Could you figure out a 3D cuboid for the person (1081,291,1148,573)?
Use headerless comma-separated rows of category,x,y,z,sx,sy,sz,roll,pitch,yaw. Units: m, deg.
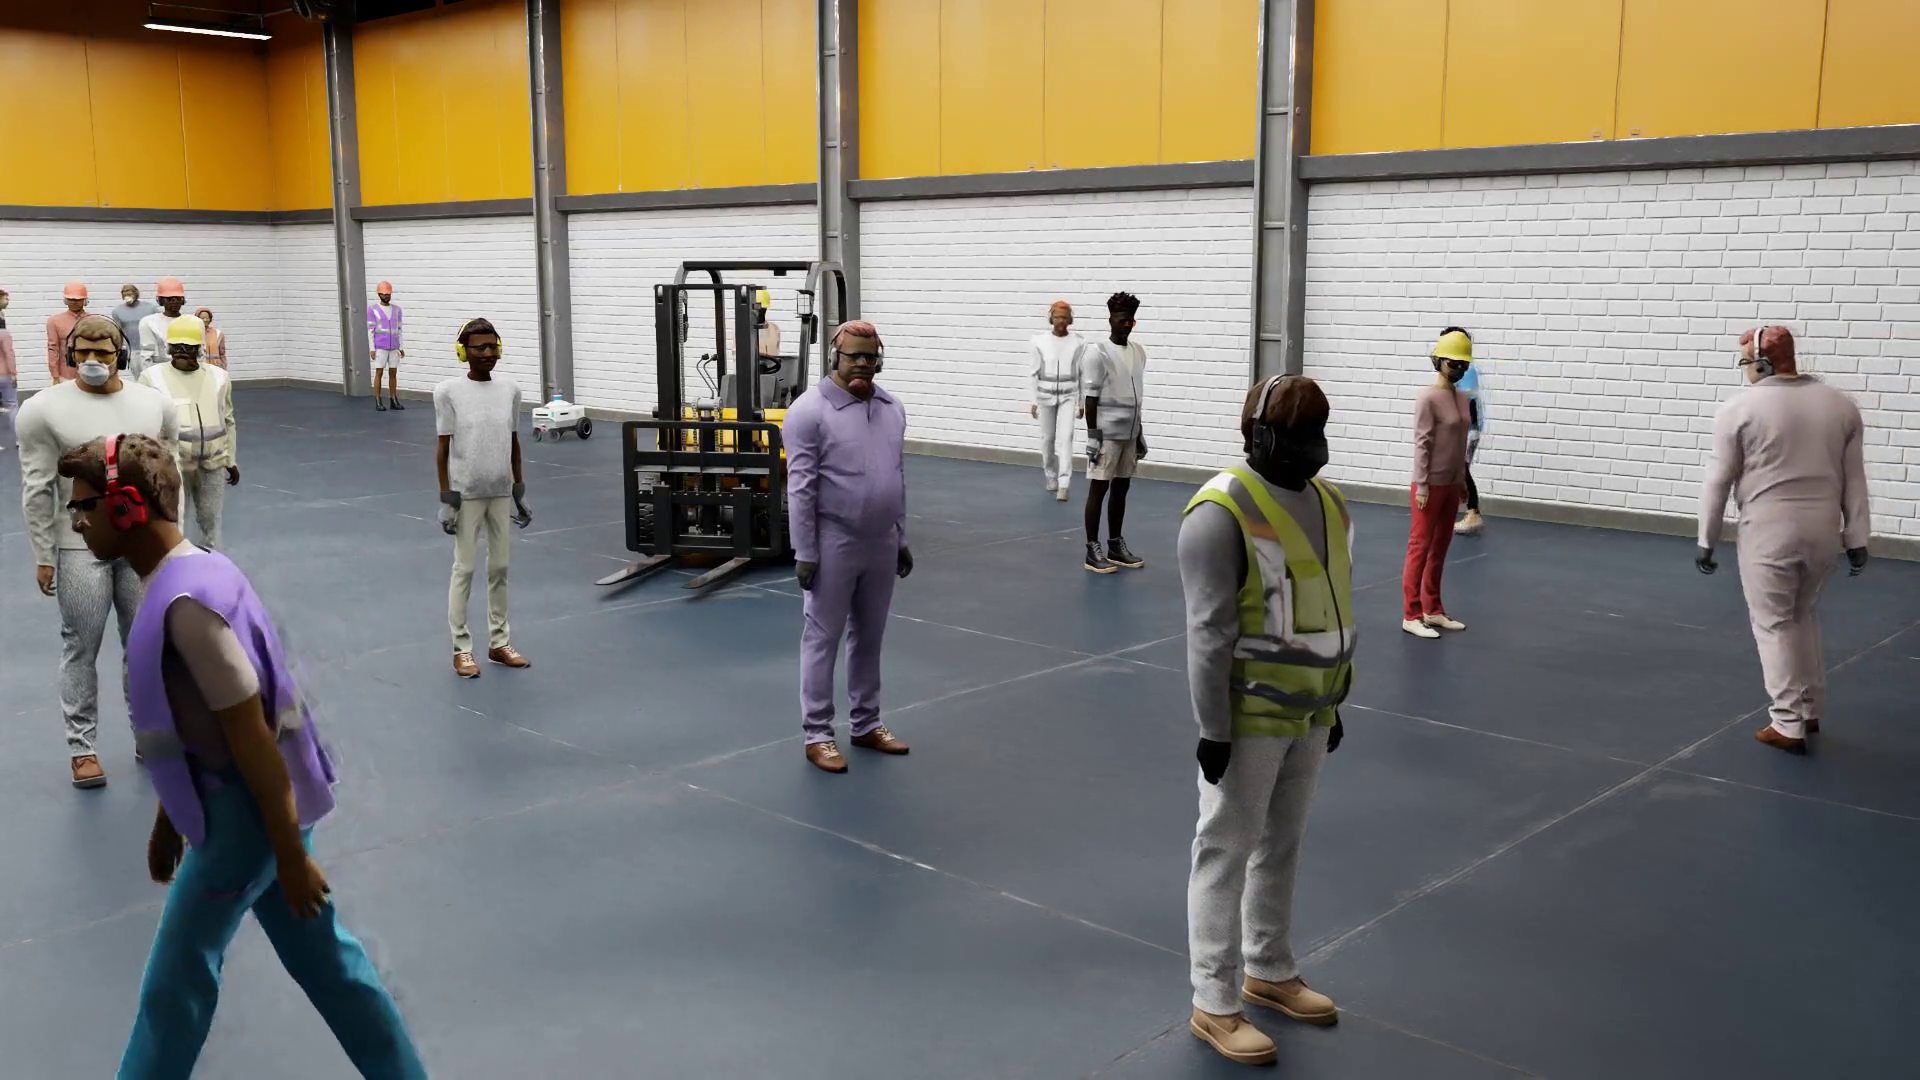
person,1.097,-0.760,11.707,0.370,1.963,0.608,9,13,44

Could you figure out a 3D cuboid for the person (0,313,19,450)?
person,-11.278,-1.914,19.512,0.548,1.716,0.802,0,9,2

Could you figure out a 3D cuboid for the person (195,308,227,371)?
person,-9.382,-2.068,20.717,0.315,1.641,0.514,9,13,44

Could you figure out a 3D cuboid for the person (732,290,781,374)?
person,-2.026,-1.570,16.796,0.384,1.924,0.589,9,13,44

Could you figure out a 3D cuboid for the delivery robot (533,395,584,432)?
delivery robot,-4.959,-1.545,20.543,0.477,0.478,0.707,4,10,21

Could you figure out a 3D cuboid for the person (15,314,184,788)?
person,-3.523,0.036,6.910,0.375,1.936,0.628,9,13,44

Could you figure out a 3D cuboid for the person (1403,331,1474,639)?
person,2.798,-0.323,9.638,0.329,1.765,0.526,9,13,44

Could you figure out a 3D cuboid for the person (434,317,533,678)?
person,-2.490,-0.228,8.732,0.331,1.872,0.513,9,13,44

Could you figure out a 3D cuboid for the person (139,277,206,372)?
person,-7.544,-1.506,16.040,0.397,2.044,0.609,9,13,44

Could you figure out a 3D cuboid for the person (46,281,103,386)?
person,-9.410,-1.770,17.815,0.392,1.991,0.612,9,13,44

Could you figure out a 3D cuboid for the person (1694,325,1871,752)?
person,3.656,-0.009,7.395,0.663,1.868,0.594,-1,9,-7

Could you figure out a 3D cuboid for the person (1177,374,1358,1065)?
person,0.857,0.468,4.551,0.430,1.844,0.623,9,13,44

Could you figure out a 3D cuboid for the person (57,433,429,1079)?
person,-1.659,0.646,3.704,1.025,1.761,0.569,-3,10,-19

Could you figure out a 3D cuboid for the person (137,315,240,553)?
person,-4.861,-0.501,10.534,0.404,1.829,0.591,9,13,44

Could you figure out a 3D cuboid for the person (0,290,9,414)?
person,-14.080,-2.739,24.280,0.445,1.820,0.535,-3,10,-16

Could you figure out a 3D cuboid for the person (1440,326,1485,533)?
person,4.048,-0.891,13.414,0.411,1.658,0.572,1,9,5

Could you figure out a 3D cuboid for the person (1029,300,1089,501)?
person,0.923,-1.322,15.561,0.562,1.839,0.981,1,9,4

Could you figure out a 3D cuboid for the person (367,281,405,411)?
person,-8.583,-2.904,24.932,0.379,1.938,0.547,9,13,44

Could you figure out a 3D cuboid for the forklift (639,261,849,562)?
forklift,-1.552,-1.040,12.721,1.214,2.155,2.313,2,9,11

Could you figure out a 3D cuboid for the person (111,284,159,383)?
person,-11.796,-2.708,23.842,0.640,1.897,0.830,-2,9,-9

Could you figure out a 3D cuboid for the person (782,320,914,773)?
person,-0.443,0.019,7.121,0.399,1.905,0.642,9,13,44
